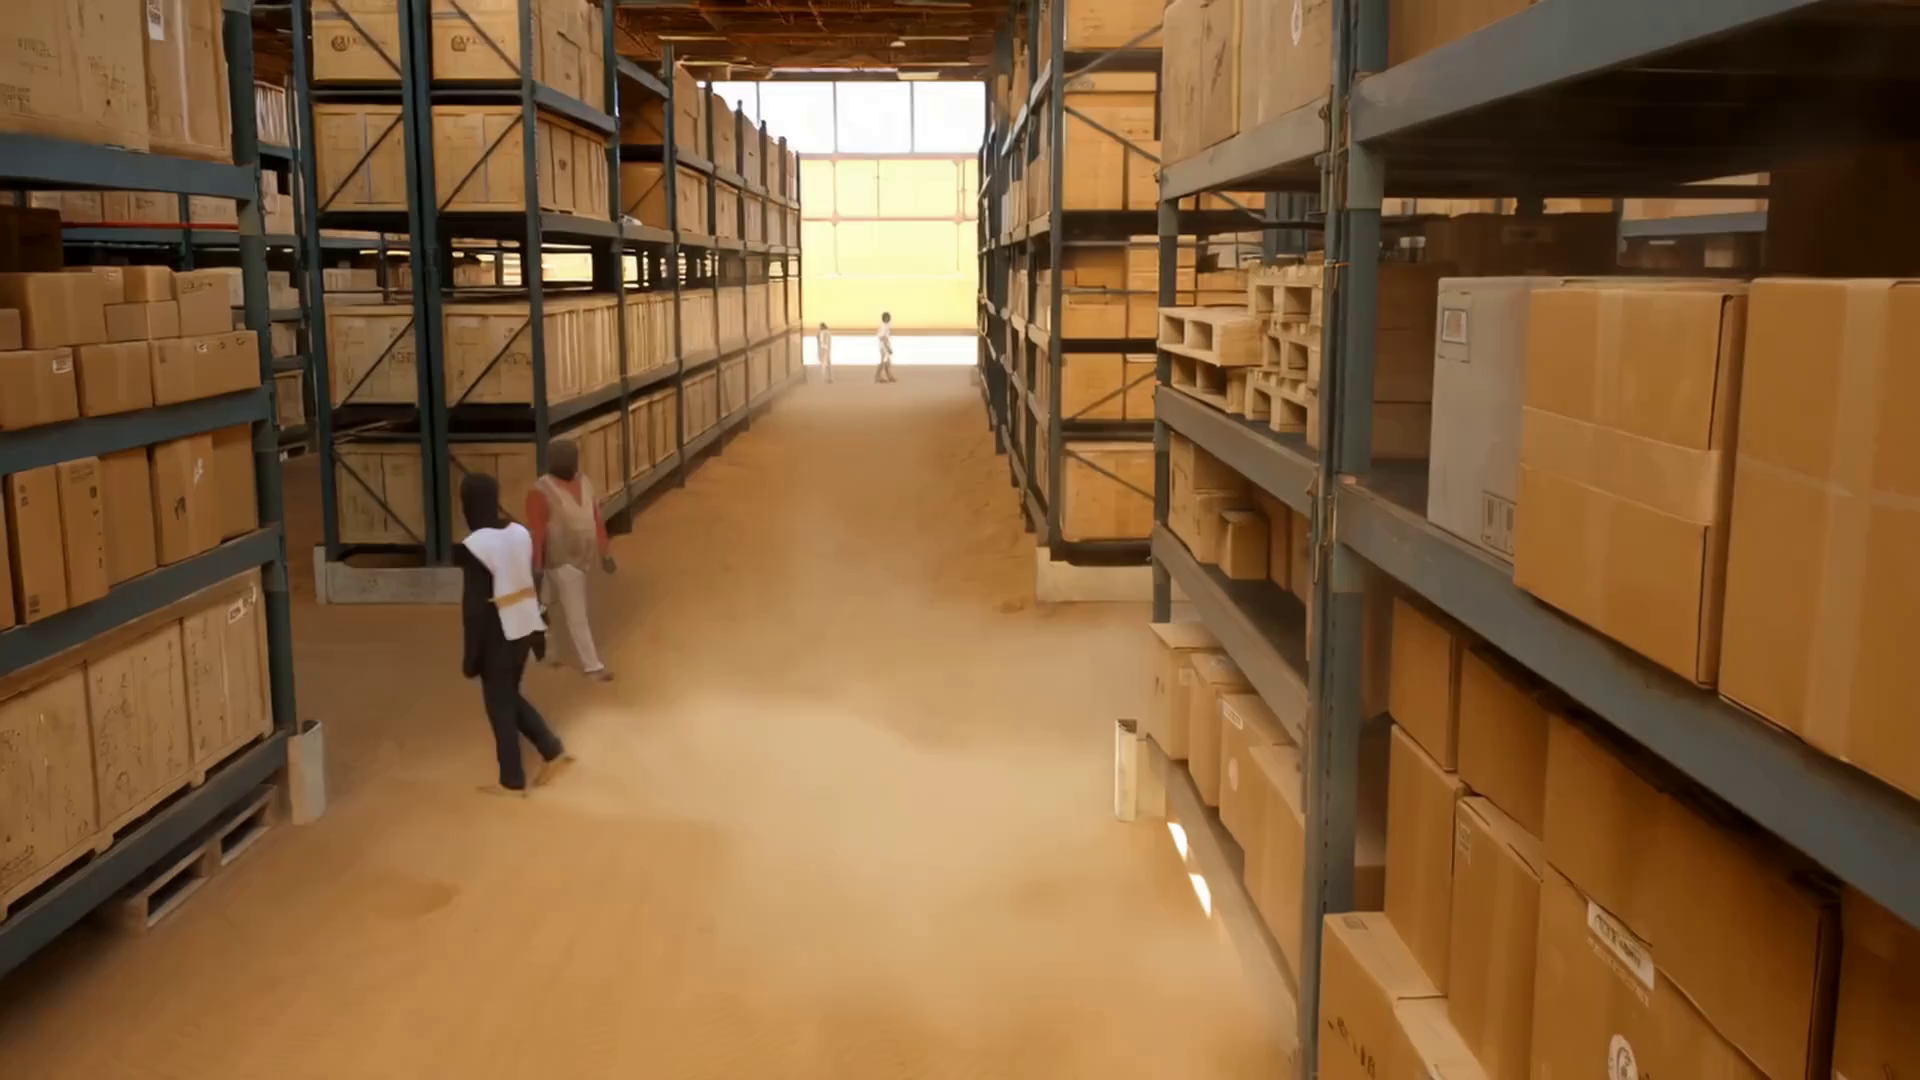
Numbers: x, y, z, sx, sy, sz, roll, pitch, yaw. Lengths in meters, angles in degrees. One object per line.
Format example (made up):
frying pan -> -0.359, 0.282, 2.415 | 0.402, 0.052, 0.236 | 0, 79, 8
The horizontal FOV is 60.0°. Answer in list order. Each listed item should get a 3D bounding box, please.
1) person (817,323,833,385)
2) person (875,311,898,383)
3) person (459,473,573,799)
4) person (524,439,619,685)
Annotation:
person -> -3.550, -4.880, 43.634 | 0.528, 1.628, 0.325 | 9, 13, 43
person -> -1.933, -5.145, 44.406 | 0.794, 1.901, 0.568 | 0, 9, 2
person -> -2.586, 0.559, 9.483 | 0.497, 1.892, 0.598 | 2, 10, 13
person -> -2.912, 0.137, 12.330 | 0.953, 1.802, 0.619 | 5, 10, 27
